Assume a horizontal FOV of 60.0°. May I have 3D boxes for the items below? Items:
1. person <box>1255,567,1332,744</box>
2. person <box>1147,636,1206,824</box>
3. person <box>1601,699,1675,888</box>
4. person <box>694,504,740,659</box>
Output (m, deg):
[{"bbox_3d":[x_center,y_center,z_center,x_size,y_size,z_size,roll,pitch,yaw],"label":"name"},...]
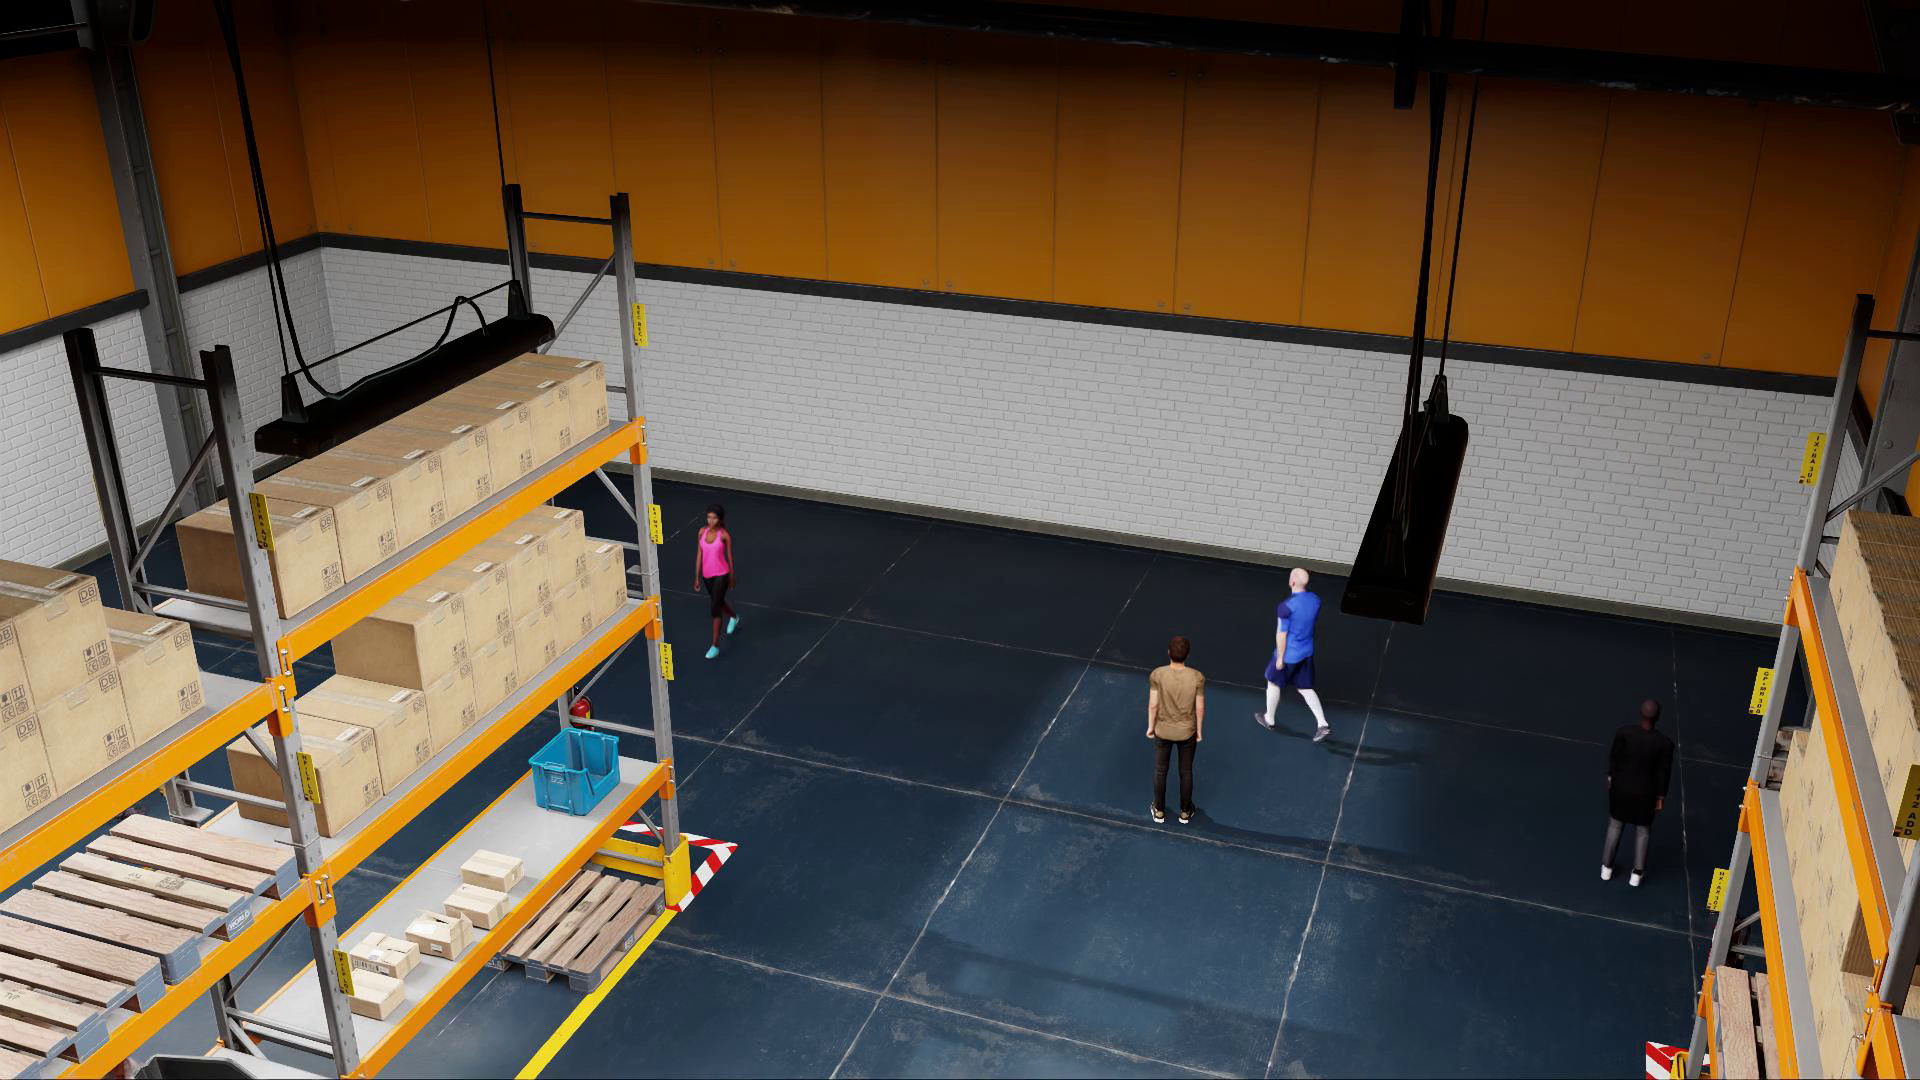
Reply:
[{"bbox_3d":[3.345,1.158,16.332,1.175,1.814,1.178,-13,27,-28],"label":"person"},{"bbox_3d":[1.946,1.708,15.028,0.701,1.851,0.625,4,24,8],"label":"person"},{"bbox_3d":[5.716,2.144,14.144,0.694,1.760,0.634,13,27,27],"label":"person"},{"bbox_3d":[-2.642,0.378,18.276,0.580,1.686,1.105,10,26,22],"label":"person"}]
